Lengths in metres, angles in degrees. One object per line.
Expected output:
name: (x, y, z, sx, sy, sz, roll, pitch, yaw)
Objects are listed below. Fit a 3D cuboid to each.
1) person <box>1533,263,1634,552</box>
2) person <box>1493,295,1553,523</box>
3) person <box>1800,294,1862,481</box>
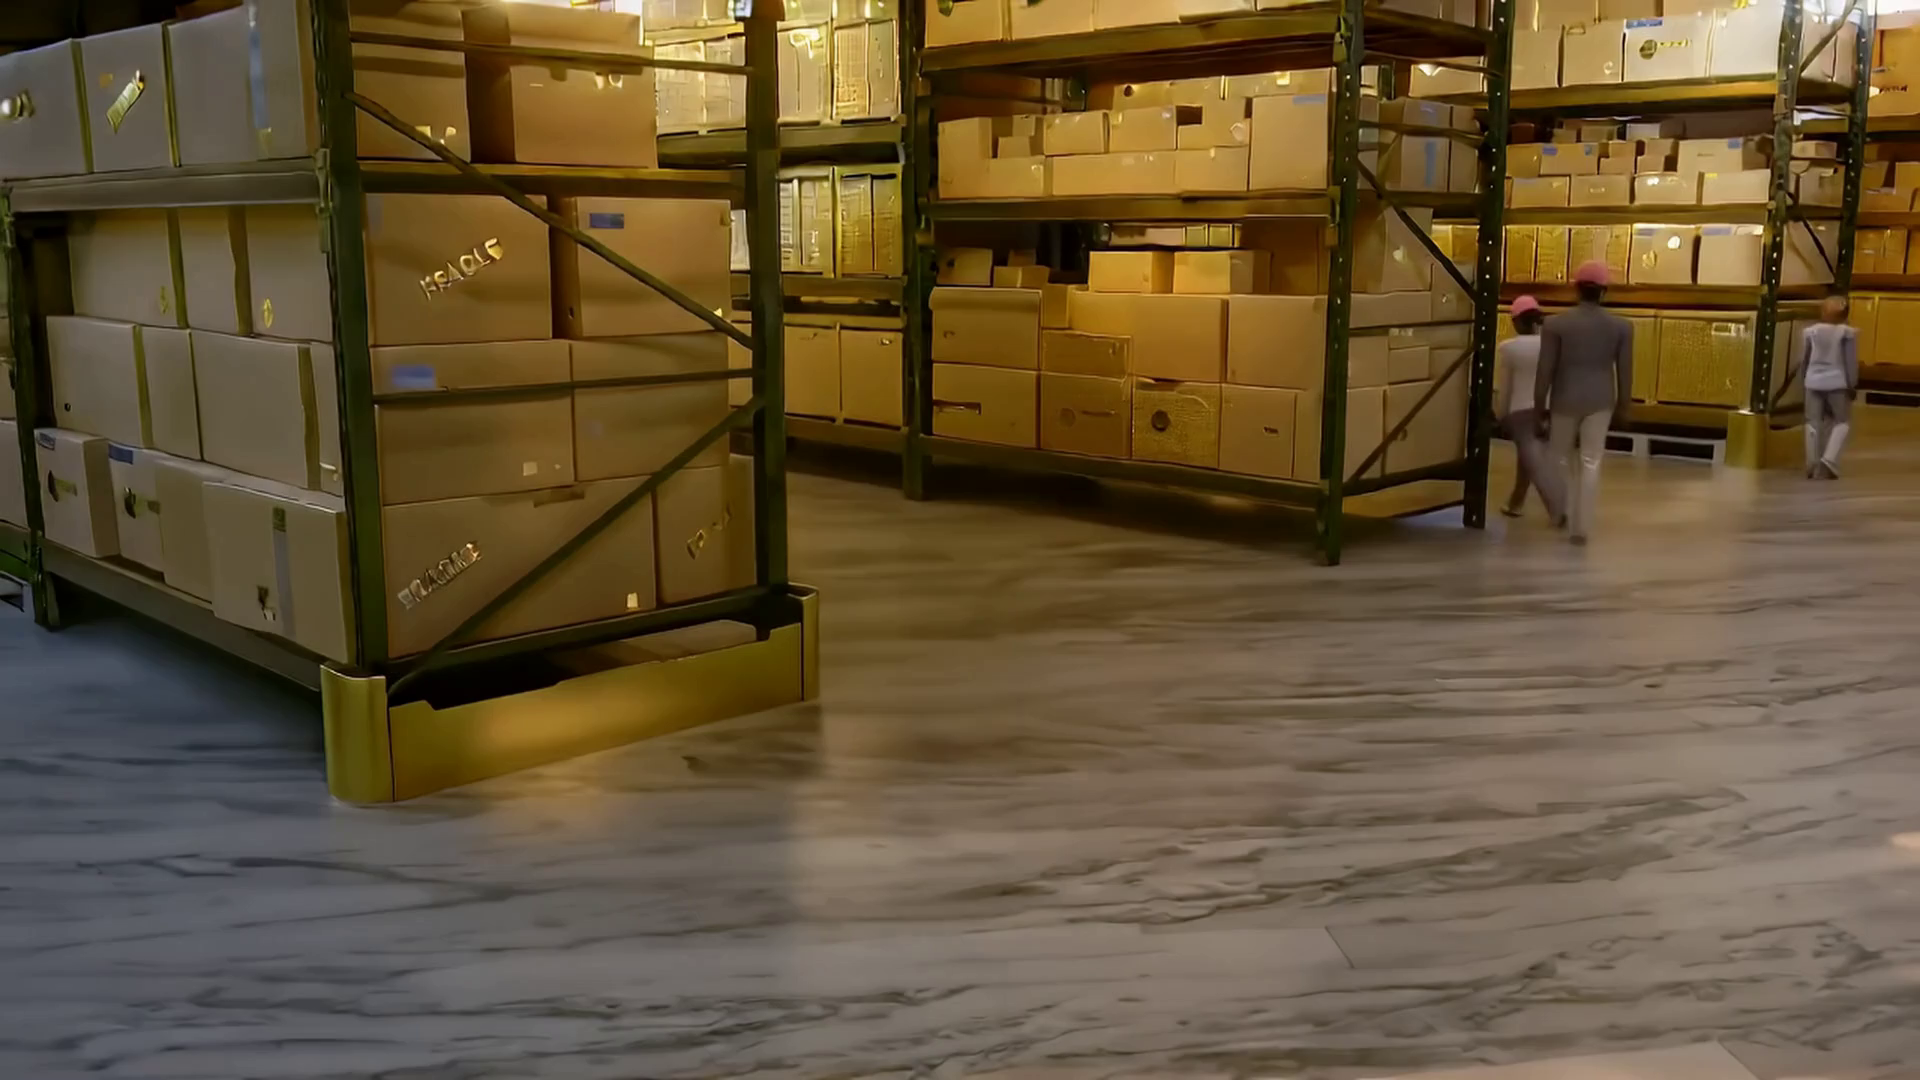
person: (4.302, -0.928, 11.481, 0.639, 1.930, 1.053, 4, 11, 21)
person: (4.253, -0.947, 12.257, 0.504, 1.697, 0.905, -2, 11, -13)
person: (7.530, -1.311, 14.418, 0.363, 1.627, 0.514, -9, 14, -41)
